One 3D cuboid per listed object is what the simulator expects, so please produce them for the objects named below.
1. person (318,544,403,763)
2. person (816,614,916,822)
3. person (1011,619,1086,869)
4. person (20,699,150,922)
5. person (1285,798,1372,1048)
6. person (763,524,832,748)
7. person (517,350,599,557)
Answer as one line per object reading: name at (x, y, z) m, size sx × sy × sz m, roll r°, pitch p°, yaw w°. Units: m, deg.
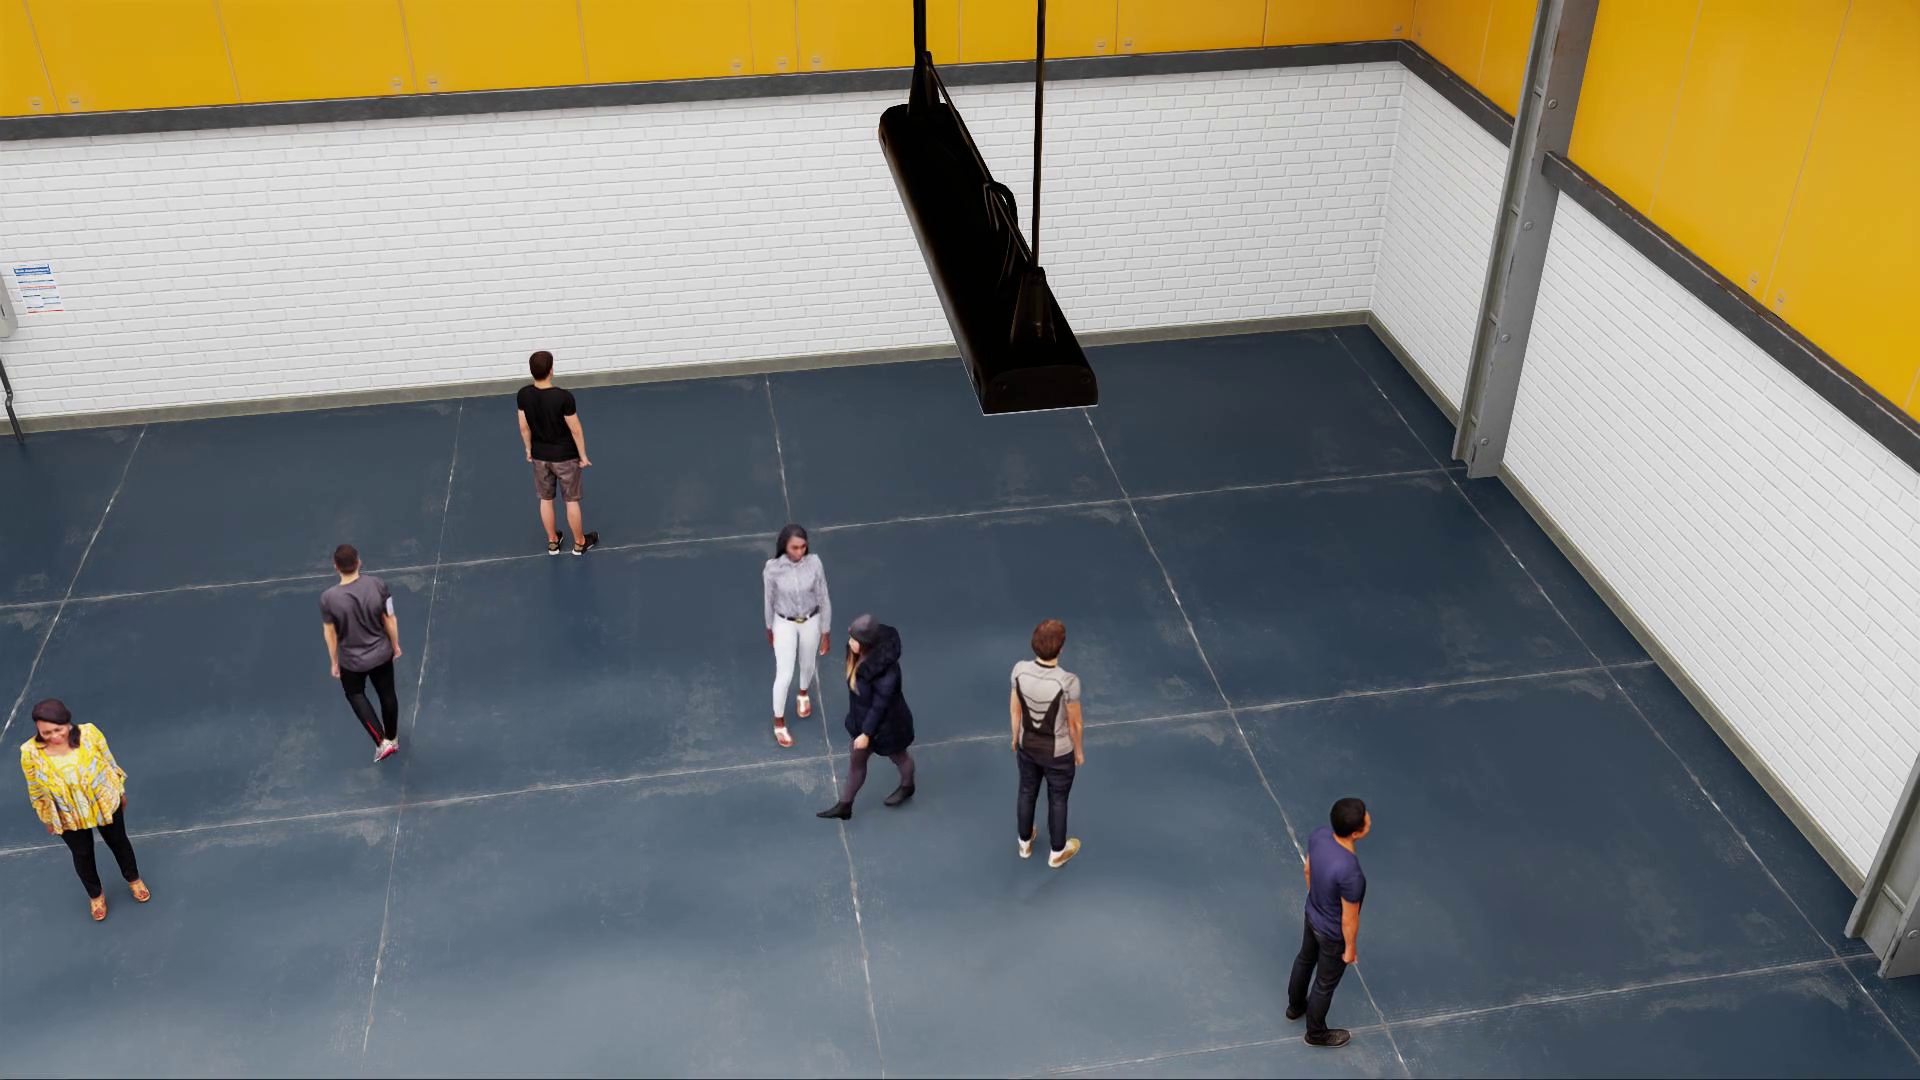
person at (-4.086, 0.838, 11.487) m, size 0.823 × 1.751 × 0.921 m, roll -20°, pitch 38°, yaw -27°
person at (-0.459, 1.167, 11.093) m, size 0.956 × 1.638 × 1.034 m, roll -20°, pitch 38°, yaw -27°
person at (0.549, 1.306, 10.656) m, size 0.725 × 1.892 × 0.739 m, roll 14°, pitch 36°, yaw 20°
person at (-5.444, 1.652, 10.350) m, size 0.856 × 1.654 × 0.903 m, roll -23°, pitch 40°, yaw -30°
person at (2.092, 2.162, 9.458) m, size 0.737 × 1.793 × 0.517 m, roll -11°, pitch 35°, yaw -16°
person at (-1.159, 0.597, 11.902) m, size 0.619 × 1.693 × 0.804 m, roll -4°, pitch 34°, yaw -6°
person at (-3.362, -0.714, 13.723) m, size 0.750 × 1.860 × 0.681 m, roll 4°, pitch 34°, yaw 6°
